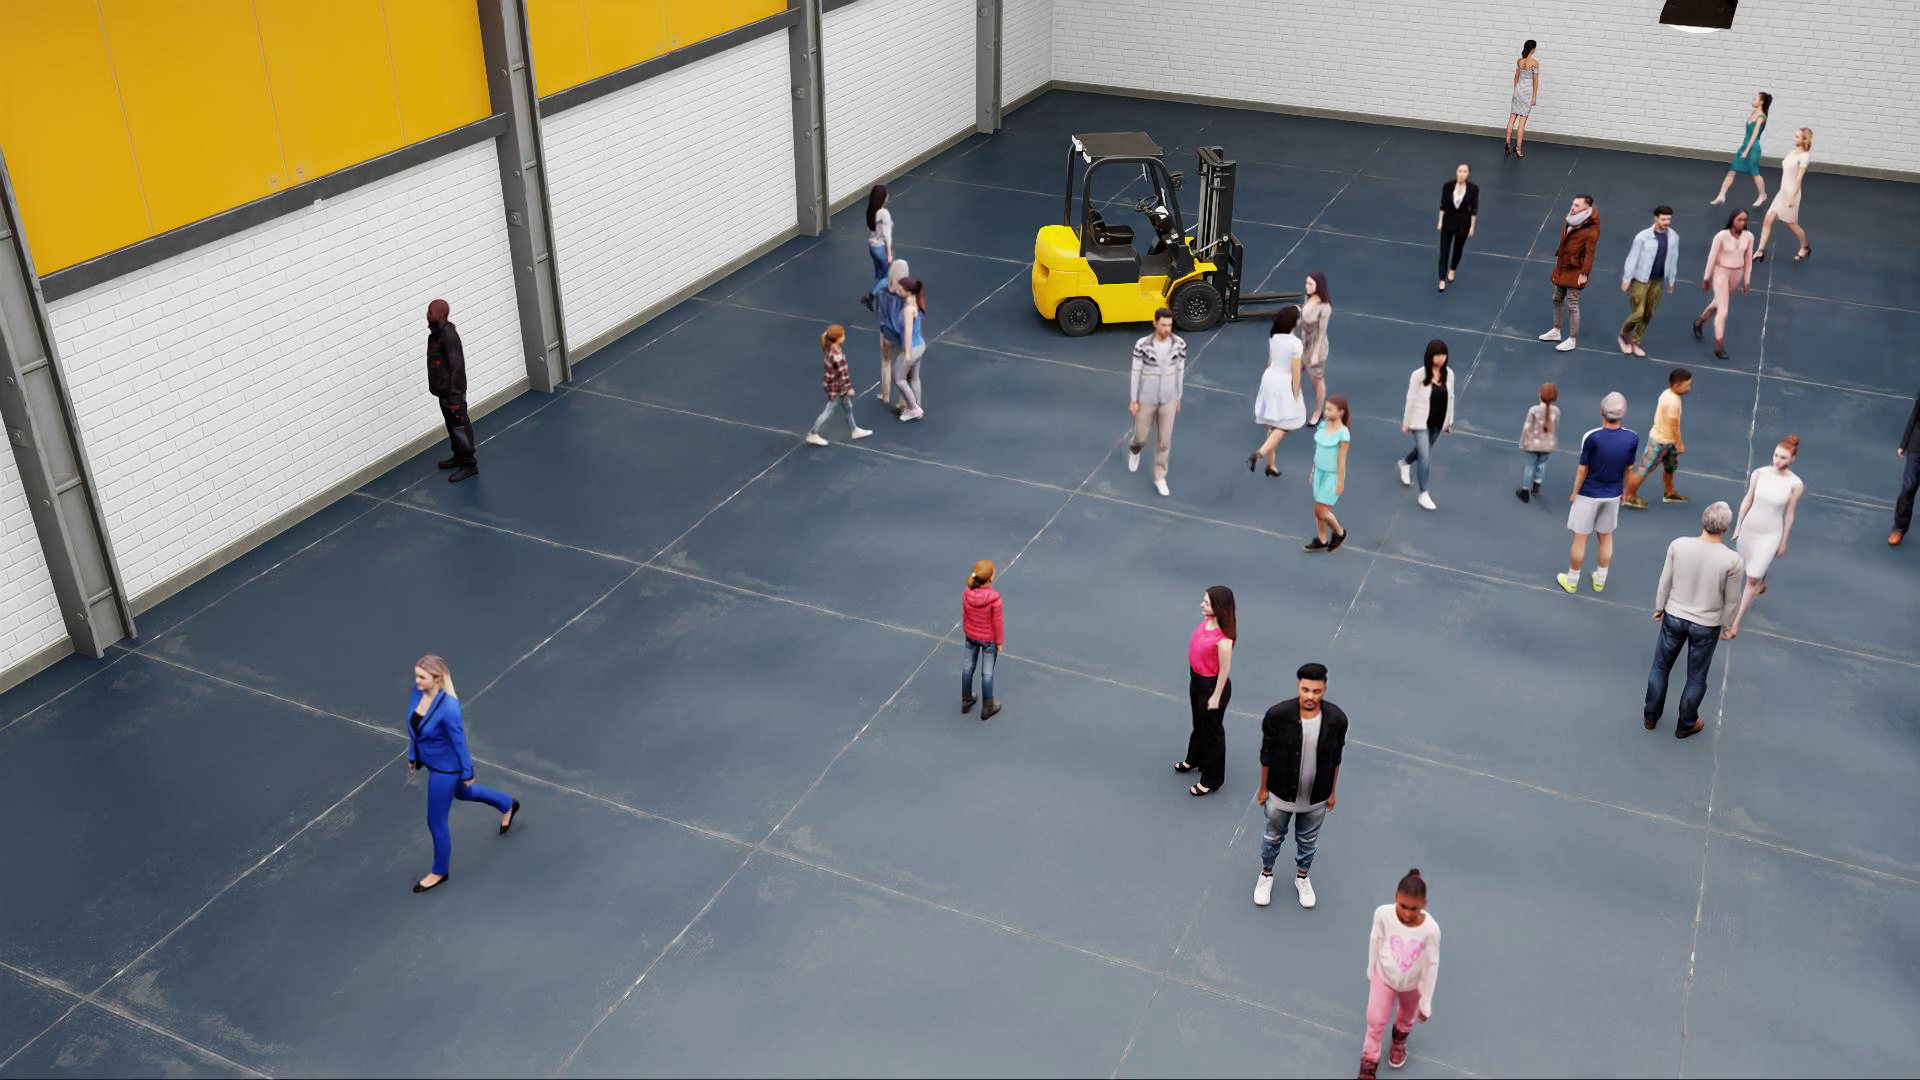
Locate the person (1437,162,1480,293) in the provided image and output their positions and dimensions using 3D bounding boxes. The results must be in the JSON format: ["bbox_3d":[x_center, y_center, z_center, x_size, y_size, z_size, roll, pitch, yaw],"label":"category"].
[{"bbox_3d":[6.284,-3.971,21.023,0.683,1.614,1.070,9,30,16],"label":"person"}]

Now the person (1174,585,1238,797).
[{"bbox_3d":[1.762,1.043,11.782,0.724,1.660,0.637,-6,29,-10],"label":"person"}]

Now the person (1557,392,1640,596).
[{"bbox_3d":[5.471,-0.397,14.240,0.714,1.835,0.703,-1,29,-2],"label":"person"}]

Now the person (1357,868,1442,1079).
[{"bbox_3d":[2.525,2.440,9.476,0.560,1.417,0.880,11,30,19],"label":"person"}]

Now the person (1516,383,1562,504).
[{"bbox_3d":[5.549,-0.904,15.854,0.582,1.179,0.600,0,29,0],"label":"person"}]

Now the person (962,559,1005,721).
[{"bbox_3d":[0.156,0.748,12.686,0.524,1.313,0.508,17,33,28],"label":"person"}]

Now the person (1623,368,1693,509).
[{"bbox_3d":[6.531,-0.948,15.666,0.680,1.437,0.825,8,30,14],"label":"person"}]

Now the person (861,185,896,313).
[{"bbox_3d":[-1.023,-3.474,20.102,0.864,1.622,0.798,-17,33,-28],"label":"person"}]

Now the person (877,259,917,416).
[{"bbox_3d":[-0.611,-2.104,17.529,0.846,1.682,0.913,-8,30,-15],"label":"person"}]

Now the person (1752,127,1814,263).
[{"bbox_3d":[10.925,-4.458,21.729,0.975,1.792,1.093,-1,29,-3],"label":"person"}]

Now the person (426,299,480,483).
[{"bbox_3d":[-4.973,-1.503,16.278,0.805,1.825,0.797,-17,33,-28],"label":"person"}]

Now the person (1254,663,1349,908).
[{"bbox_3d":[2.177,1.548,10.697,0.769,1.814,0.731,2,29,4],"label":"person"}]

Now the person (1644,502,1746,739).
[{"bbox_3d":[5.434,0.597,12.339,0.787,1.911,0.712,21,35,33],"label":"person"}]

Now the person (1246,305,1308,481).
[{"bbox_3d":[3.026,-1.366,16.054,1.013,1.798,0.878,-21,35,-33],"label":"person"}]

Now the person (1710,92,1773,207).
[{"bbox_3d":[11.433,-5.556,23.899,0.912,1.644,1.029,0,29,1],"label":"person"}]

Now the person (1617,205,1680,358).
[{"bbox_3d":[7.832,-2.986,19.031,0.825,1.792,0.856,-7,29,-12],"label":"person"}]

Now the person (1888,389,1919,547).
[{"bbox_3d":[8.861,-0.846,15.118,0.885,1.783,1.157,22,36,35],"label":"person"}]

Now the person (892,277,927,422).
[{"bbox_3d":[-0.458,-1.986,17.400,0.698,1.599,0.537,10,30,17],"label":"person"}]

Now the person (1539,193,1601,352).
[{"bbox_3d":[7.085,-3.116,19.227,0.894,1.833,0.828,-8,30,-15],"label":"person"}]

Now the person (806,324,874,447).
[{"bbox_3d":[-1.330,-1.549,16.938,0.930,1.275,0.928,-6,29,-11],"label":"person"}]

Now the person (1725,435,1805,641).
[{"bbox_3d":[6.616,-0.049,13.668,1.101,1.772,0.828,-24,37,-37],"label":"person"}]

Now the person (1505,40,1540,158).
[{"bbox_3d":[8.921,-7.017,26.390,0.705,1.822,0.691,-17,33,-28],"label":"person"}]

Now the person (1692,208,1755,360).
[{"bbox_3d":[8.782,-2.999,19.173,1.029,1.679,1.246,-3,29,-5],"label":"person"}]

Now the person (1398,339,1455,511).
[{"bbox_3d":[4.427,-1.161,15.876,1.028,1.610,1.126,-8,30,-14],"label":"person"}]

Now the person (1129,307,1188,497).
[{"bbox_3d":[1.872,-1.394,16.058,0.963,1.844,1.061,-4,29,-8],"label":"person"}]

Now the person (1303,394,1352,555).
[{"bbox_3d":[3.369,-0.598,14.907,0.756,1.549,0.696,-11,30,-19],"label":"person"}]

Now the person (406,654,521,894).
[{"bbox_3d":[-3.339,1.455,11.019,0.870,1.668,1.222,25,37,37],"label":"person"}]
